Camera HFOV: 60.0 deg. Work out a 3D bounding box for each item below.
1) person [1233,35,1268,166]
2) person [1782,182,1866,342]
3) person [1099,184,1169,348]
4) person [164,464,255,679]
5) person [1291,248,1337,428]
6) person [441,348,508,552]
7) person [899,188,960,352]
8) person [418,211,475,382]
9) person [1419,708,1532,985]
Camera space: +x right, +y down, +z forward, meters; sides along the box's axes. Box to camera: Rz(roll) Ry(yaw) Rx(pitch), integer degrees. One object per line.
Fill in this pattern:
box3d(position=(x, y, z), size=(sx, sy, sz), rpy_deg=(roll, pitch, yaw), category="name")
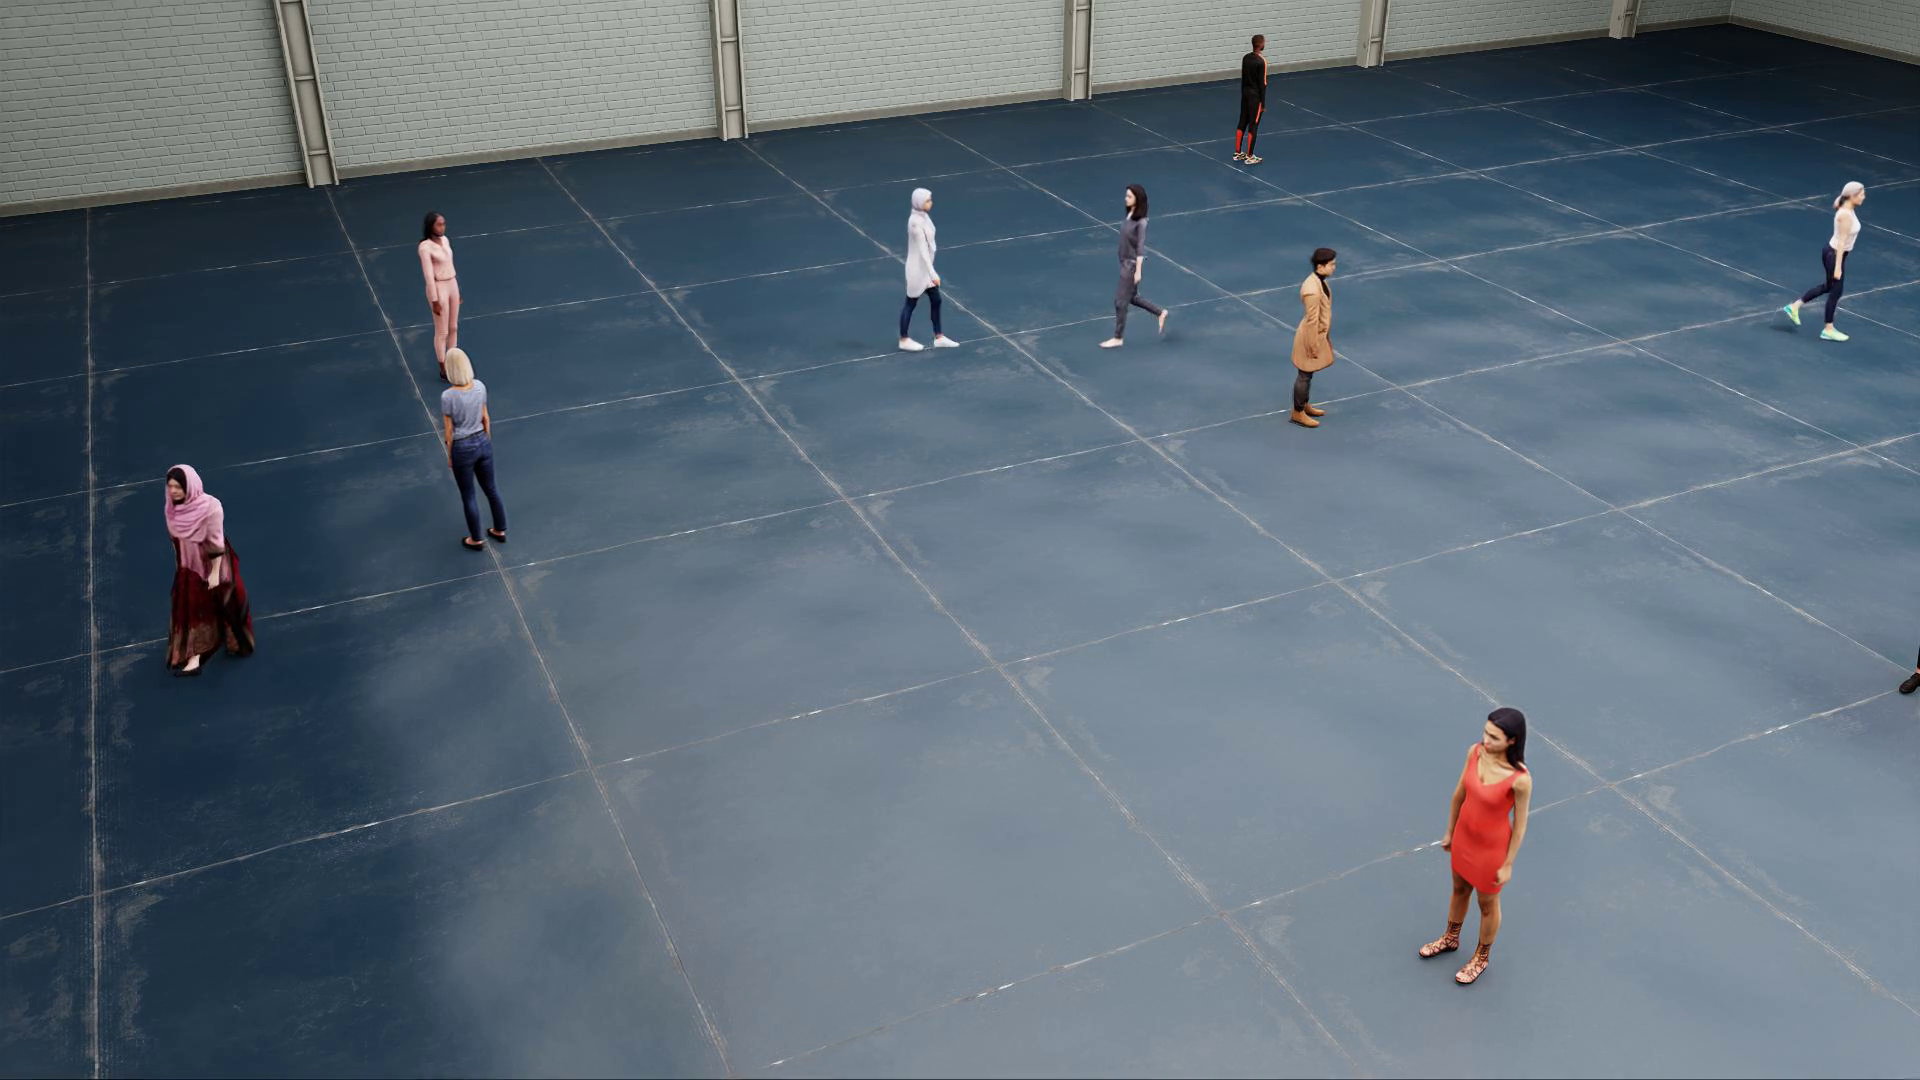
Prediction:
box3d(position=(4.190, -6.338, 23.887), size=(0.587, 1.807, 0.647), rpy_deg=(-19, 33, -31), category="person")
box3d(position=(9.250, -2.987, 17.716), size=(0.982, 1.693, 0.969), rpy_deg=(14, 31, 24), category="person")
box3d(position=(1.884, -2.865, 17.439), size=(1.059, 1.738, 0.719), rpy_deg=(-7, 29, -13), category="person")
box3d(position=(-5.352, 0.139, 11.913), size=(1.075, 1.630, 1.054), rpy_deg=(5, 28, 9), category="person")
box3d(position=(3.309, -1.943, 15.718), size=(0.831, 1.728, 0.773), rpy_deg=(9, 29, 16), category="person")
box3d(position=(-3.956, -0.736, 13.459), size=(0.691, 1.722, 0.581), rpy_deg=(21, 35, 34), category="person")
box3d(position=(-0.511, -2.780, 17.264), size=(0.977, 1.753, 0.901), rpy_deg=(7, 29, 12), category="person")
box3d(position=(-5.193, -2.451, 16.676), size=(0.738, 1.723, 0.698), rpy_deg=(7, 29, 13), category="person")
box3d(position=(2.834, 1.639, 9.001), size=(0.553, 1.719, 0.613), rpy_deg=(-18, 33, -30), category="person")
